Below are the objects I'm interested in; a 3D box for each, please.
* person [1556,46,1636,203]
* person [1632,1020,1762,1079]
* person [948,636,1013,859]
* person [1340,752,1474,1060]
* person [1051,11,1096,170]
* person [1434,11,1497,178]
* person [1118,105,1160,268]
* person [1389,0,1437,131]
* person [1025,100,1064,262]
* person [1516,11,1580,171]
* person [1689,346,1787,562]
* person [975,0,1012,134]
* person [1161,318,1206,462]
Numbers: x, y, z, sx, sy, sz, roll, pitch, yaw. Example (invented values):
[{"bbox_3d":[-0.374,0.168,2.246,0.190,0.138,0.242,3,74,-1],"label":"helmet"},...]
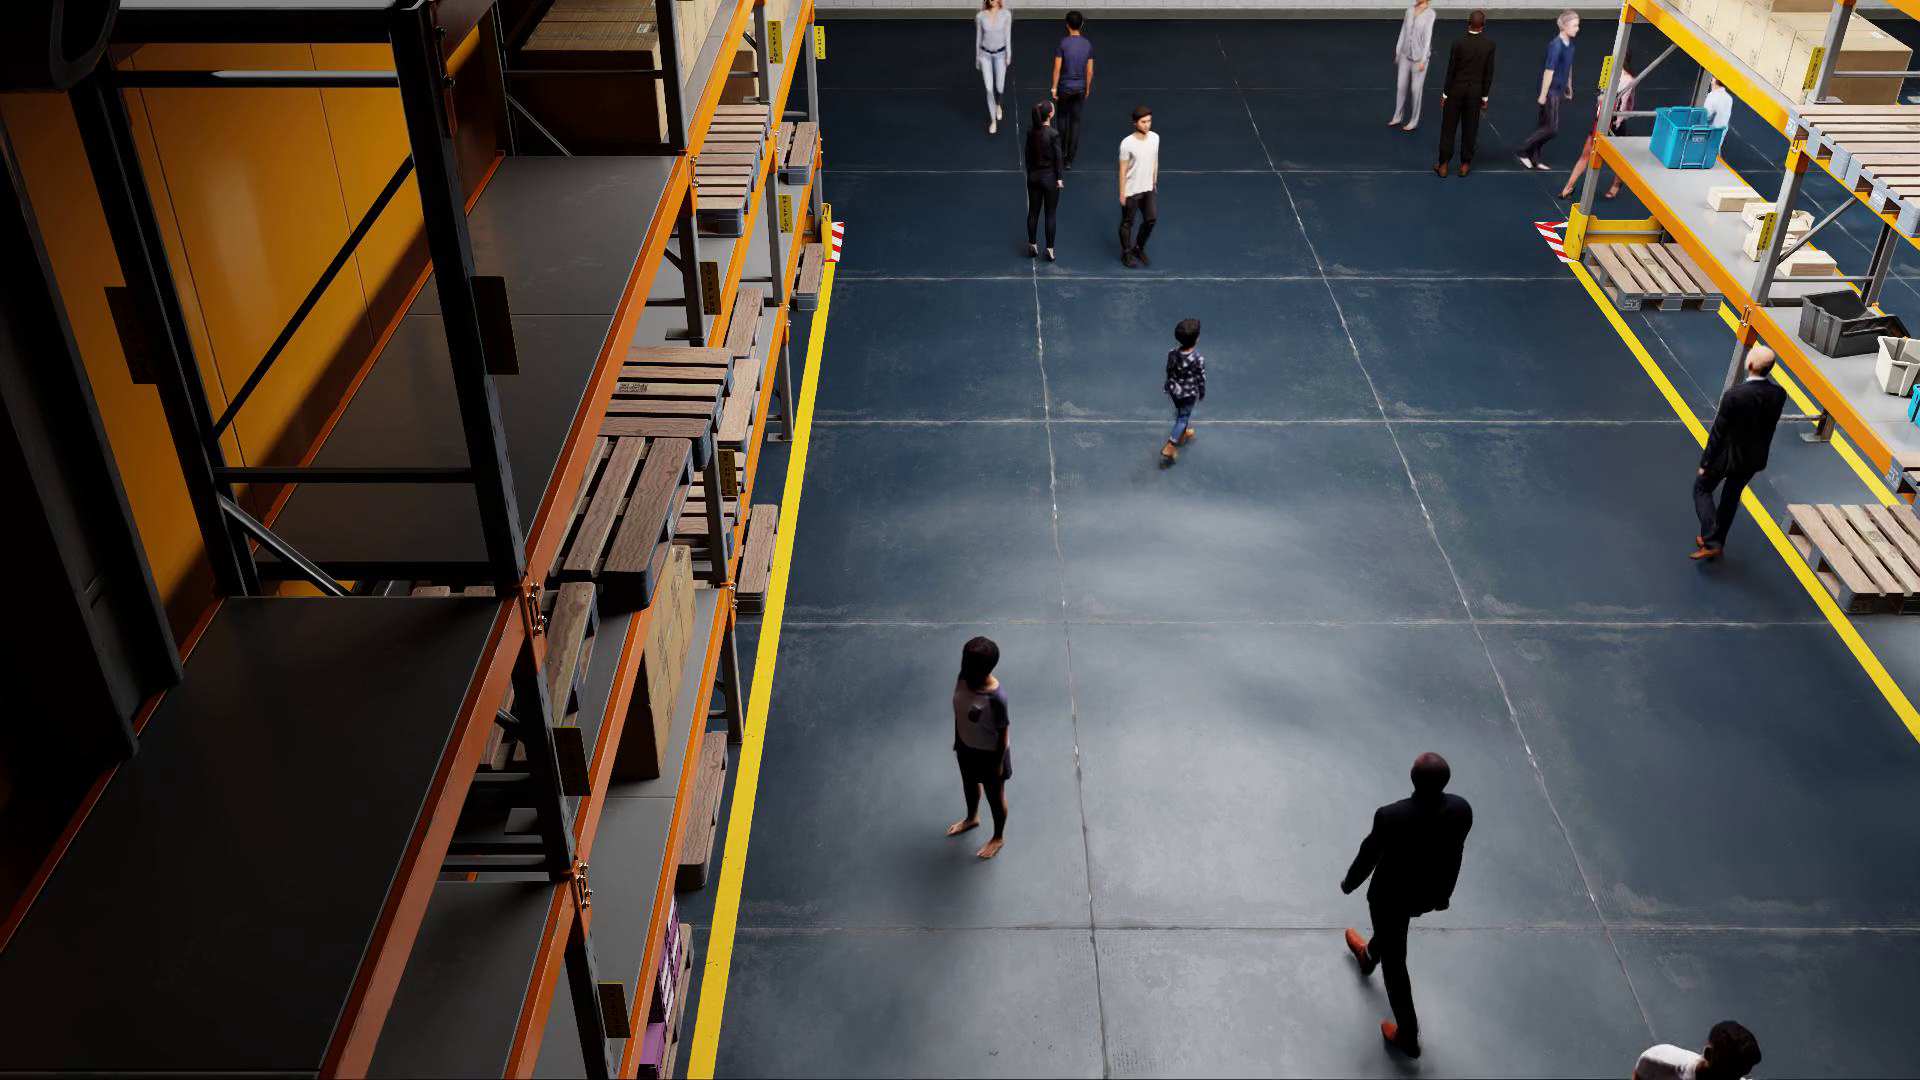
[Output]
[{"bbox_3d":[7.276,-4.559,18.408,1.002,1.754,1.152,-15,36,-21],"label":"person"},{"bbox_3d":[3.163,2.705,7.408,0.808,1.834,0.845,25,41,32],"label":"person"},{"bbox_3d":[0.131,1.209,9.902,0.711,1.565,0.639,-26,41,-33],"label":"person"},{"bbox_3d":[2.343,1.911,8.651,0.973,1.781,1.250,-11,35,-16],"label":"person"},{"bbox_3d":[1.325,-5.198,19.381,0.711,1.742,0.867,-4,34,-7],"label":"person"},{"bbox_3d":[5.809,-5.128,19.129,0.708,1.905,0.641,4,34,5],"label":"person"},{"bbox_3d":[1.786,-3.660,17.094,0.755,1.712,0.756,-16,37,-23],"label":"person"},{"bbox_3d":[5.632,-5.974,20.522,0.742,1.771,0.678,-27,42,-35],"label":"person"},{"bbox_3d":[0.861,-3.707,17.166,0.644,1.711,0.670,22,40,30],"label":"person"},{"bbox_3d":[6.779,-5.206,19.289,0.873,1.857,0.796,22,40,30],"label":"person"},{"bbox_3d":[5.808,-0.571,12.377,0.708,1.790,0.748,-2,34,-3],"label":"person"},{"bbox_3d":[0.406,-5.944,20.463,0.632,1.786,0.755,3,34,4],"label":"person"},{"bbox_3d":[1.845,-1.246,13.895,0.800,1.232,0.909,24,40,31],"label":"person"}]
